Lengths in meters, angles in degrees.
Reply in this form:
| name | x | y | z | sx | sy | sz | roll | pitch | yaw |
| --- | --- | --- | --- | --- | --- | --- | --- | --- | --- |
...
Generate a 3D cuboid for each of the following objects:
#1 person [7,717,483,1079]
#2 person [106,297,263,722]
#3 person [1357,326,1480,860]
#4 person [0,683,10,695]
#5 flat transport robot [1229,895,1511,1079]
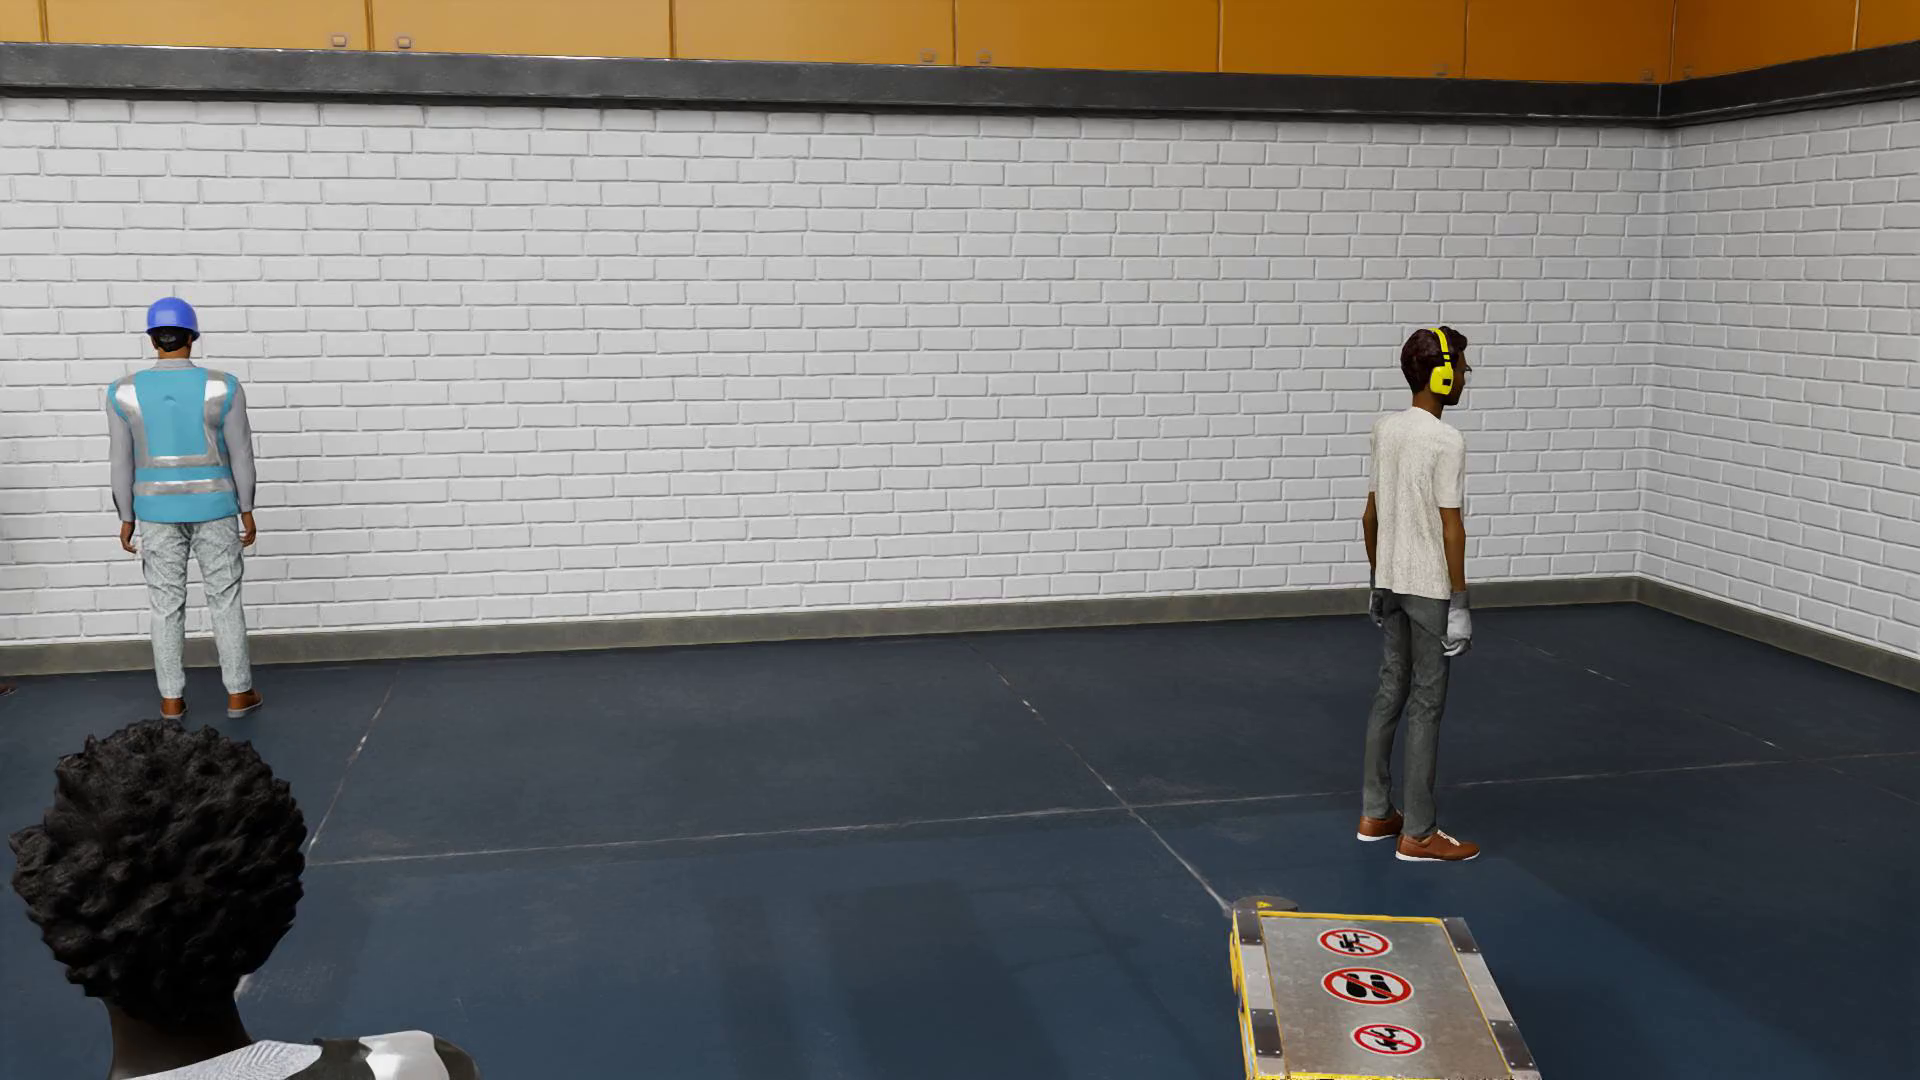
| name | x | y | z | sx | sy | sz | roll | pitch | yaw |
| --- | --- | --- | --- | --- | --- | --- | --- | --- | --- |
| person | -0.651 | 0.989 | 1.488 | 0.535 | 1.700 | 0.318 | -7 | 12 | -37 |
| person | -3.526 | -0.132 | 7.595 | 0.603 | 1.937 | 0.410 | -3 | 10 | -15 |
| person | 1.624 | 0.188 | 5.849 | 0.316 | 1.870 | 0.532 | -4 | 10 | -21 |
| person | -4.880 | -0.111 | 7.797 | 0.315 | 1.839 | 0.672 | 7 | 12 | 36 |
| flat transport robot | 1.048 | 1.254 | 4.211 | 0.652 | 0.197 | 1.431 | 1 | 9 | 6 |
